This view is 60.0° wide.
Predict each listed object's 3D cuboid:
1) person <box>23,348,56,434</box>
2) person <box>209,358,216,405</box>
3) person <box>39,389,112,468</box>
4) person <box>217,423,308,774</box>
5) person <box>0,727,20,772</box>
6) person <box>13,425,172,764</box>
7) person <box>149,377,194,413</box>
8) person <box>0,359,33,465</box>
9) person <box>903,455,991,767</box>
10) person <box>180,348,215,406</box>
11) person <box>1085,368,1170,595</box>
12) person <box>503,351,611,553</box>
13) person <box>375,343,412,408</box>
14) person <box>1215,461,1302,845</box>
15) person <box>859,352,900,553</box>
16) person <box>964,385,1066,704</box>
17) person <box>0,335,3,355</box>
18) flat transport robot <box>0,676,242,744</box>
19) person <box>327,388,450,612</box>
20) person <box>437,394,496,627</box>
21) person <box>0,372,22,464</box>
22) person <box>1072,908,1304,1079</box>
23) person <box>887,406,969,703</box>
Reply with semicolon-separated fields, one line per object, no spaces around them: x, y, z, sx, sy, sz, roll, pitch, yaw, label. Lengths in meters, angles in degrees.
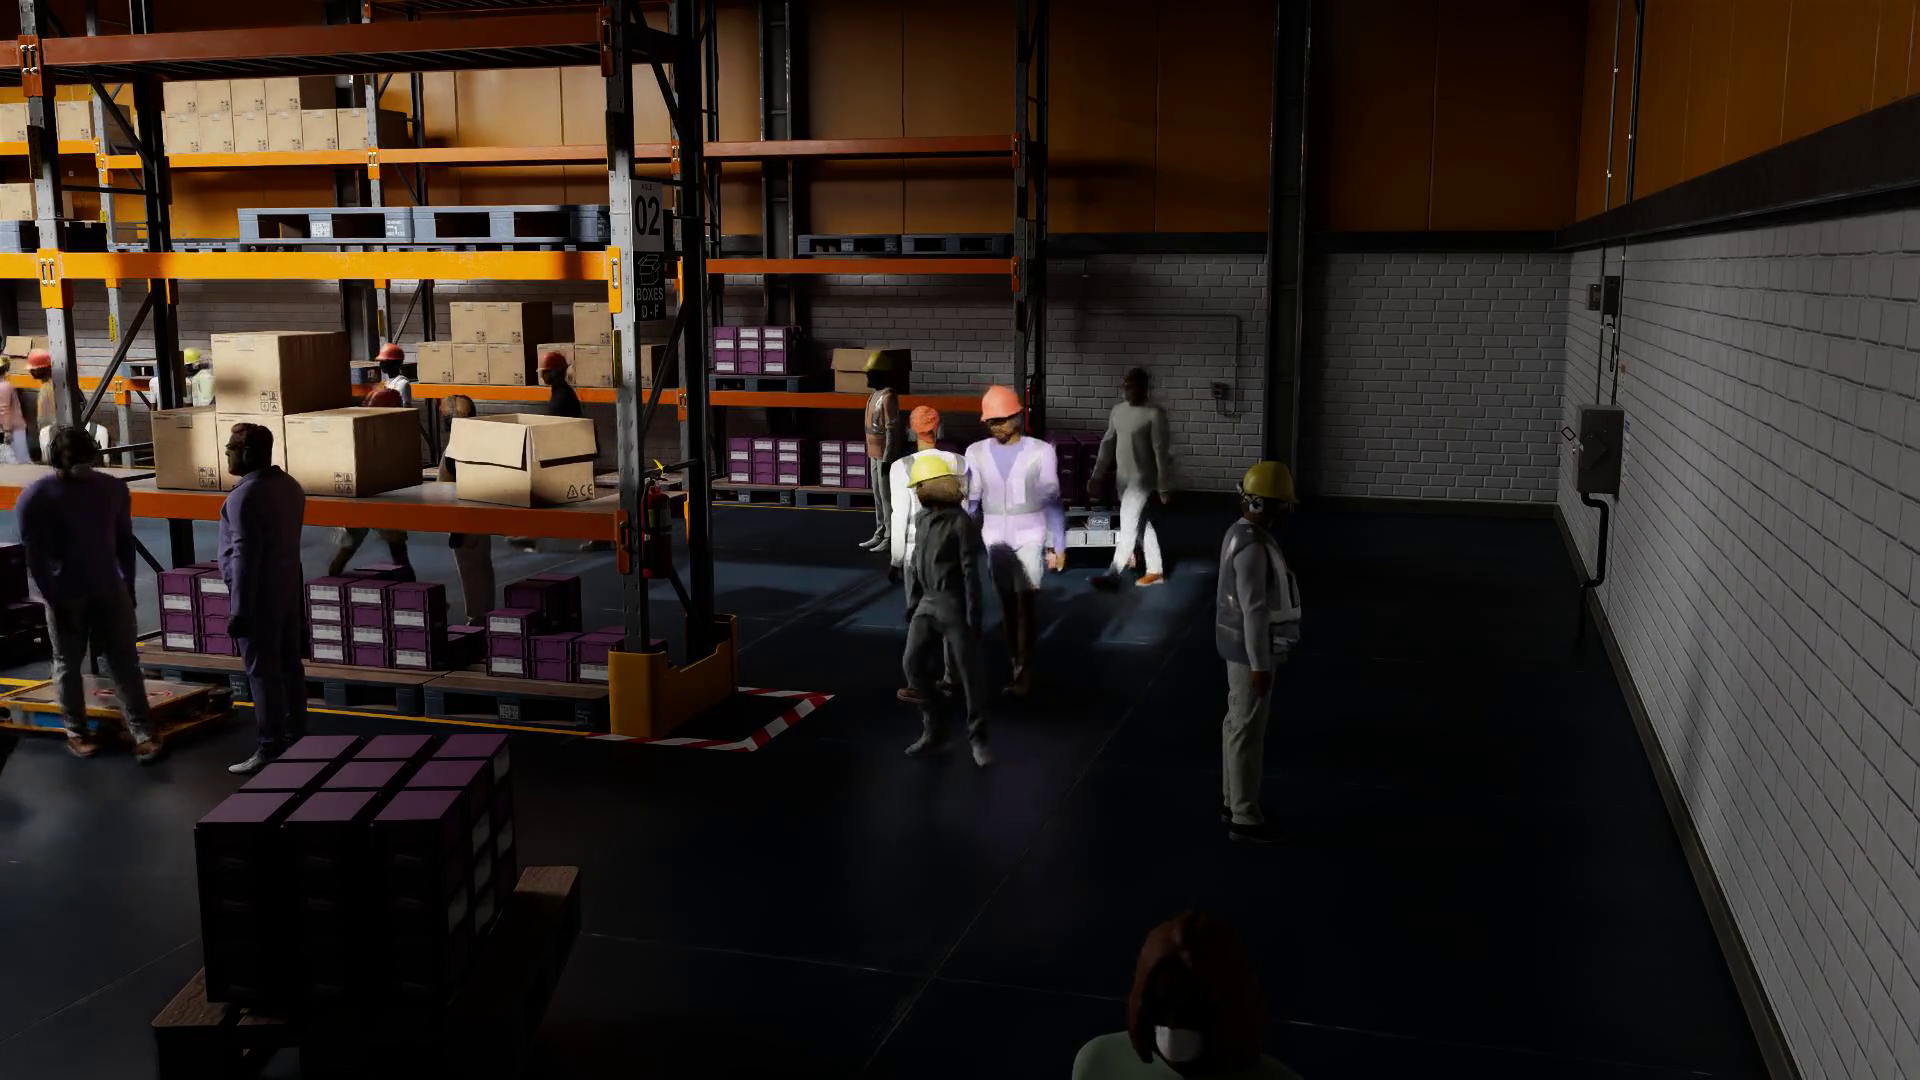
-9.365;-1.037;17.265;0.548;1.915;0.619;-7;12;-37;person
-7.127;-0.943;16.314;0.537;2.000;0.682;-4;10;-21;person
-6.793;-0.273;12.822;0.514;1.845;0.339;-3;10;-15;person
-3.812;0.312;9.067;0.409;1.909;0.651;1;9;3;person
-5.362;0.380;8.652;0.773;1.914;0.647;0;9;0;person
-4.728;0.324;9.050;1.010;1.887;0.643;8;12;40;person
-8.561;-1.166;18.188;0.533;1.871;0.320;1;9;5;person
-10.935;-1.246;19.091;0.582;1.729;0.520;-6;11;-32;person
-0.077;0.384;9.201;0.451;1.709;0.601;-8;13;-42;person
-9.109;-1.427;20.084;0.688;1.775;0.608;-6;11;-34;person
1.419;-0.498;14.067;0.982;1.888;0.647;-6;11;-32;person
-3.836;-0.823;15.889;1.017;1.940;0.625;-4;10;-23;person
-6.015;-1.124;17.718;0.351;1.942;0.545;-7;12;-37;person
1.431;0.529;7.998;0.404;1.824;0.586;1;9;4;person
-0.767;-0.844;16.046;0.364;1.930;0.588;-3;10;-19;person
0.293;0.037;10.452;0.637;2.004;0.936;3;10;17;person
-11.838;-1.569;20.356;0.364;1.962;0.611;-9;13;-44;person
-5.103;0.992;9.896;1.431;0.197;0.652;3;10;16;flat transport robot
-4.512;-0.255;12.813;1.154;1.825;0.559;4;10;25;person
-3.553;-0.129;11.977;0.429;1.839;0.621;0;9;-1;person
-11.169;-1.306;19.295;0.517;1.805;0.777;-8;13;-42;person
0.413;1.453;3.014;0.502;1.613;0.272;5;11;28;person
-0.198;0.095;10.472;0.575;1.881;0.356;-6;11;-33;person
